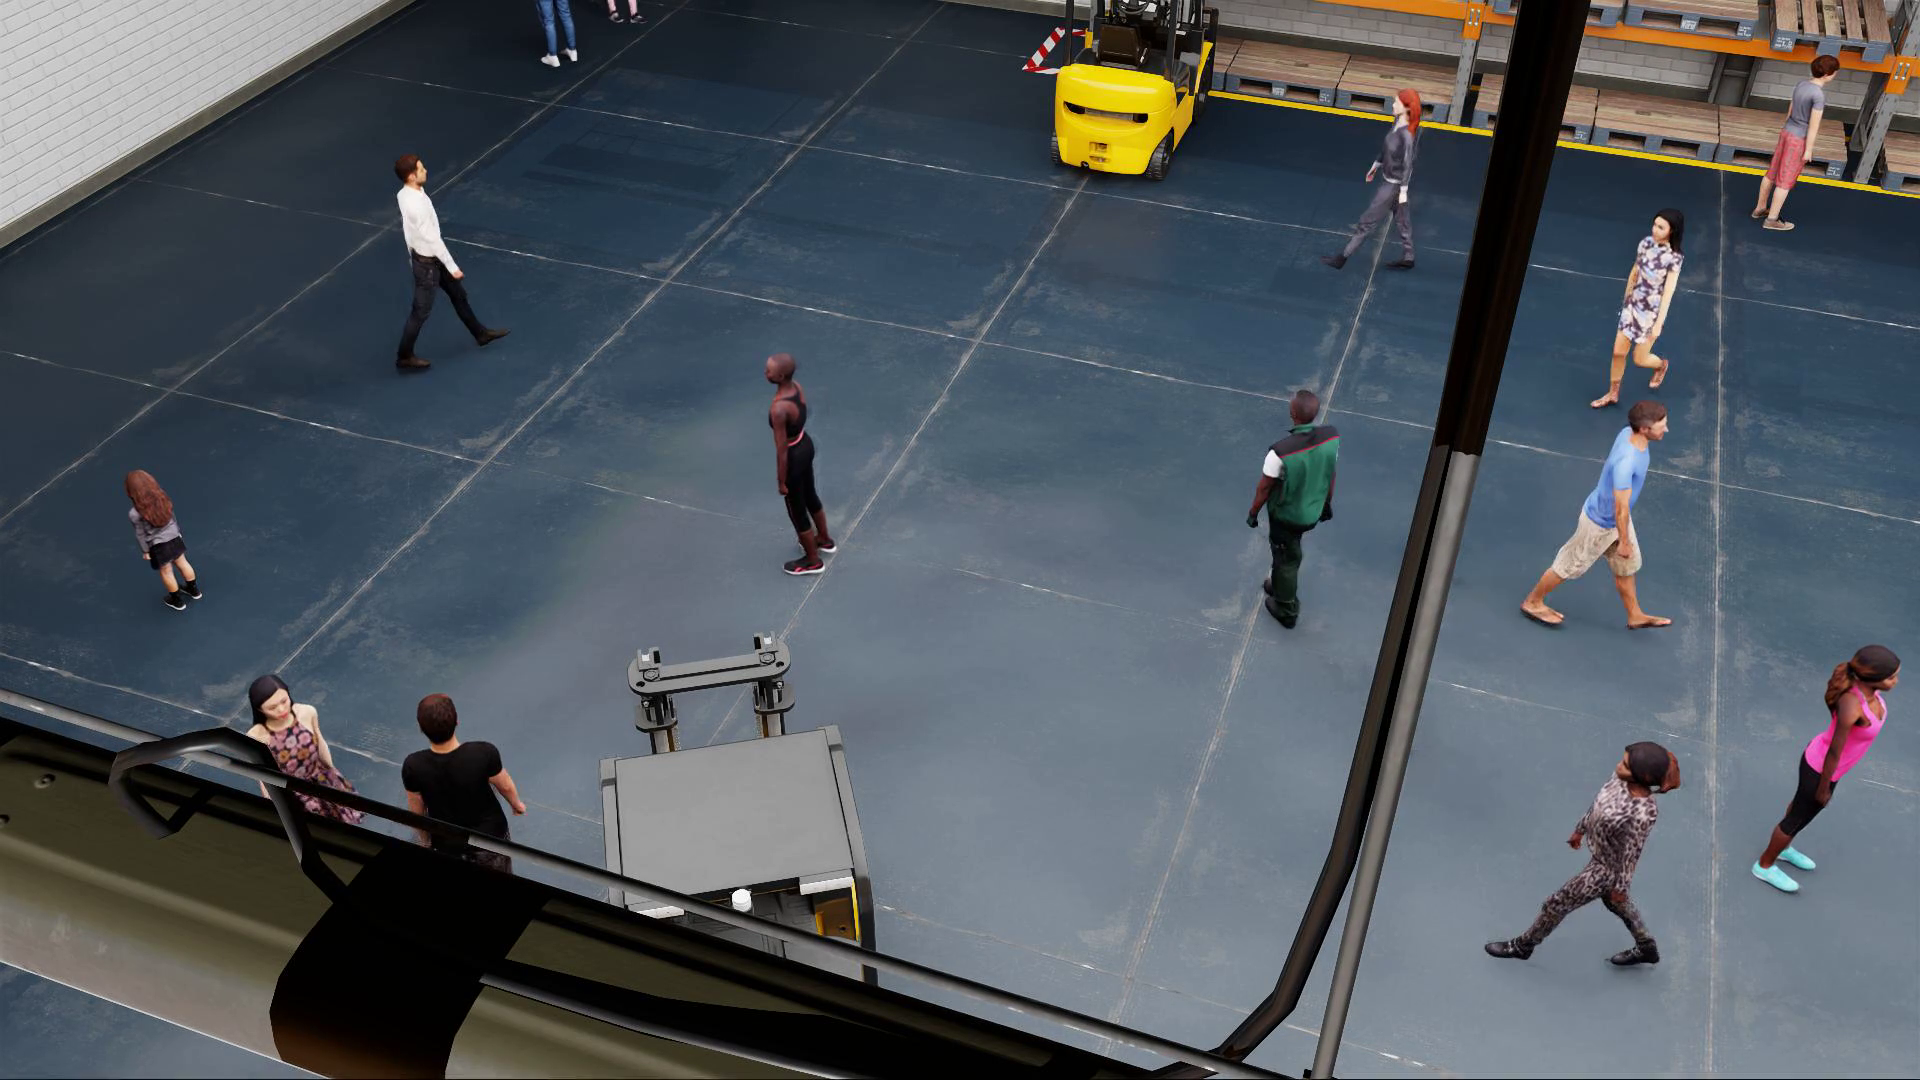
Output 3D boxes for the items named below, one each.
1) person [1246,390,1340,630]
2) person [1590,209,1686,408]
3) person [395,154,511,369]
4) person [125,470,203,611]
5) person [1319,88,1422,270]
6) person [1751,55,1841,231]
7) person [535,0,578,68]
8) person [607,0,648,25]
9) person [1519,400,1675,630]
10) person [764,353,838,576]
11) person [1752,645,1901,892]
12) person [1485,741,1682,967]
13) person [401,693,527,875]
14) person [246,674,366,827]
[{"bbox_3d":[2.232,-0.138,10.882,0.863,1.826,0.919,-18,42,-21],"label":"person"},{"bbox_3d":[5.435,-1.796,13.045,0.979,1.717,0.933,-18,42,-21],"label":"person"},{"bbox_3d":[-4.382,-2.187,13.449,1.262,1.825,1.184,-15,41,-18],"label":"person"},{"bbox_3d":[-5.431,-0.014,11.303,0.452,1.107,0.475,16,41,19],"label":"person"},{"bbox_3d":[3.924,-3.137,14.713,1.186,1.731,0.823,2,39,2],"label":"person"},{"bbox_3d":[7.790,-3.724,15.514,0.656,1.648,0.669,-4,39,-4],"label":"person"},{"bbox_3d":[-4.564,-6.185,18.465,0.760,1.811,0.756,-27,46,-30],"label":"person"},{"bbox_3d":[-4.099,-6.835,19.498,0.755,1.539,0.909,-31,48,-33],"label":"person"},{"bbox_3d":[4.137,-0.154,10.908,1.232,1.818,0.754,18,42,21],"label":"person"},{"bbox_3d":[-1.108,-0.534,11.444,0.613,1.743,0.625,9,39,11],"label":"person"},{"bbox_3d":[4.804,1.244,9.233,0.652,1.723,0.632,29,47,31],"label":"person"},{"bbox_3d":[3.474,1.705,8.701,1.204,1.668,0.760,5,39,6],"label":"person"},{"bbox_3d":[-2.576,1.570,8.720,0.838,1.854,0.916,-8,39,-10],"label":"person"},{"bbox_3d":[-3.602,1.371,9.044,0.787,1.762,0.847,-31,48,-32],"label":"person"}]
